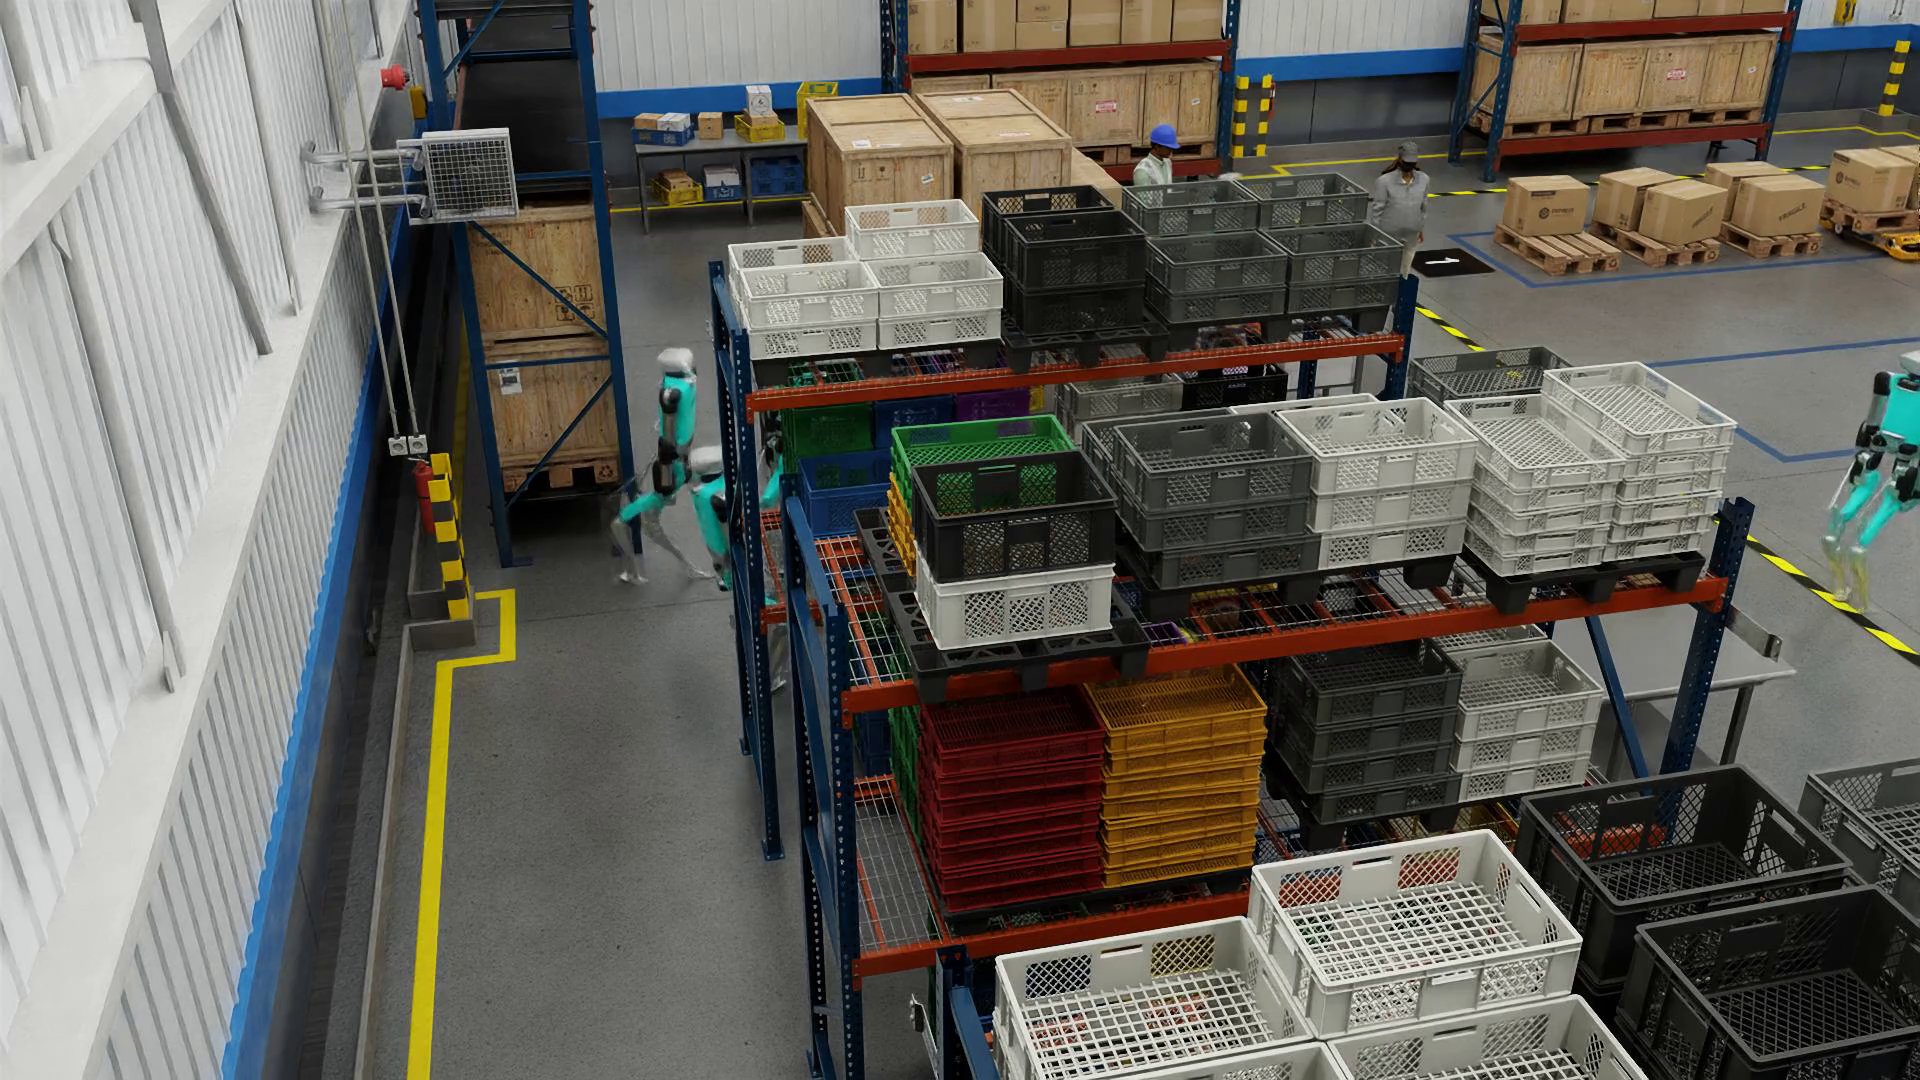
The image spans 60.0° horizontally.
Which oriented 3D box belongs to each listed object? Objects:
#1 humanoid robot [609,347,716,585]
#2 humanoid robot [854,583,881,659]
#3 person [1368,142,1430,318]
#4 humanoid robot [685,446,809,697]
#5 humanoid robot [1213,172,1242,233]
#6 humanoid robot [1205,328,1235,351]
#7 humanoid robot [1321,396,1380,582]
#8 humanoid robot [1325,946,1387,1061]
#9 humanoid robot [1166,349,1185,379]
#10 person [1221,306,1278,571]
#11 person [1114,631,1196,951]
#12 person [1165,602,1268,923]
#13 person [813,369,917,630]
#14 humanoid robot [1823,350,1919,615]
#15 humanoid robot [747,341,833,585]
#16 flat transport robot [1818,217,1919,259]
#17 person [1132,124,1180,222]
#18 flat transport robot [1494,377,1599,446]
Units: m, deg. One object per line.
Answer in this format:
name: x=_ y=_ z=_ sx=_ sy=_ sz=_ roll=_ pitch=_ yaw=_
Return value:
humanoid robot: x=-2.162 y=-0.477 z=11.401 sx=0.844 sy=1.778 sz=0.530 roll=4 pitch=28 yaw=7
humanoid robot: x=-0.602 y=-0.036 z=10.597 sx=0.347 sy=1.649 sz=0.585 roll=-20 pitch=34 yaw=-33
person: x=4.223 y=-2.974 z=16.078 sx=0.574 sy=1.767 sz=0.397 roll=-6 pitch=28 yaw=-11
humanoid robot: x=-1.208 y=0.214 z=10.093 sx=0.814 sy=1.784 sz=0.534 roll=-15 pitch=31 yaw=-26
humanoid robot: x=2.187 y=-2.443 z=15.215 sx=0.752 sy=1.879 sz=0.530 roll=6 pitch=28 yaw=12
humanoid robot: x=1.745 y=-0.717 z=11.896 sx=0.423 sy=1.654 sz=0.601 roll=1 pitch=28 yaw=2
humanoid robot: x=2.521 y=-0.160 z=10.906 sx=0.754 sy=1.634 sz=0.596 roll=-11 pitch=30 yaw=-21
humanoid robot: x=1.680 y=2.244 z=6.275 sx=1.054 sy=1.770 sz=0.540 roll=2 pitch=28 yaw=4
humanoid robot: x=1.468 y=-0.602 z=11.685 sx=0.333 sy=1.644 sz=0.596 roll=15 pitch=31 yaw=26
person: x=1.975 y=-0.631 z=11.366 sx=0.403 sy=2.029 sz=0.606 roll=-19 pitch=33 yaw=-31
person: x=0.971 y=1.231 z=8.043 sx=0.403 sy=1.823 sz=0.589 roll=15 pitch=31 yaw=26
person: x=1.269 y=1.130 z=8.220 sx=0.620 sy=1.840 sz=0.431 roll=-12 pitch=30 yaw=-21
person: x=-0.639 y=-0.260 z=10.833 sx=0.829 sy=1.858 sz=0.591 roll=3 pitch=28 yaw=5
humanoid robot: x=6.117 y=-0.355 z=11.156 sx=0.793 sy=1.769 sz=0.573 roll=-17 pitch=32 yaw=-29
humanoid robot: x=-1.219 y=-0.456 z=11.370 sx=0.537 sy=1.823 sz=0.670 roll=17 pitch=32 yaw=29
flat transport robot: x=10.326 y=-3.464 z=18.588 sx=0.652 sy=0.197 sz=1.431 roll=-6 pitch=28 yaw=-12
person: x=1.861 y=-3.044 z=16.040 sx=0.412 sy=1.935 sz=0.612 roll=18 pitch=33 yaw=30
flat transport robot: x=4.780 y=-1.036 z=14.013 sx=0.659 sy=0.231 sz=1.431 roll=-6 pitch=28 yaw=-12
